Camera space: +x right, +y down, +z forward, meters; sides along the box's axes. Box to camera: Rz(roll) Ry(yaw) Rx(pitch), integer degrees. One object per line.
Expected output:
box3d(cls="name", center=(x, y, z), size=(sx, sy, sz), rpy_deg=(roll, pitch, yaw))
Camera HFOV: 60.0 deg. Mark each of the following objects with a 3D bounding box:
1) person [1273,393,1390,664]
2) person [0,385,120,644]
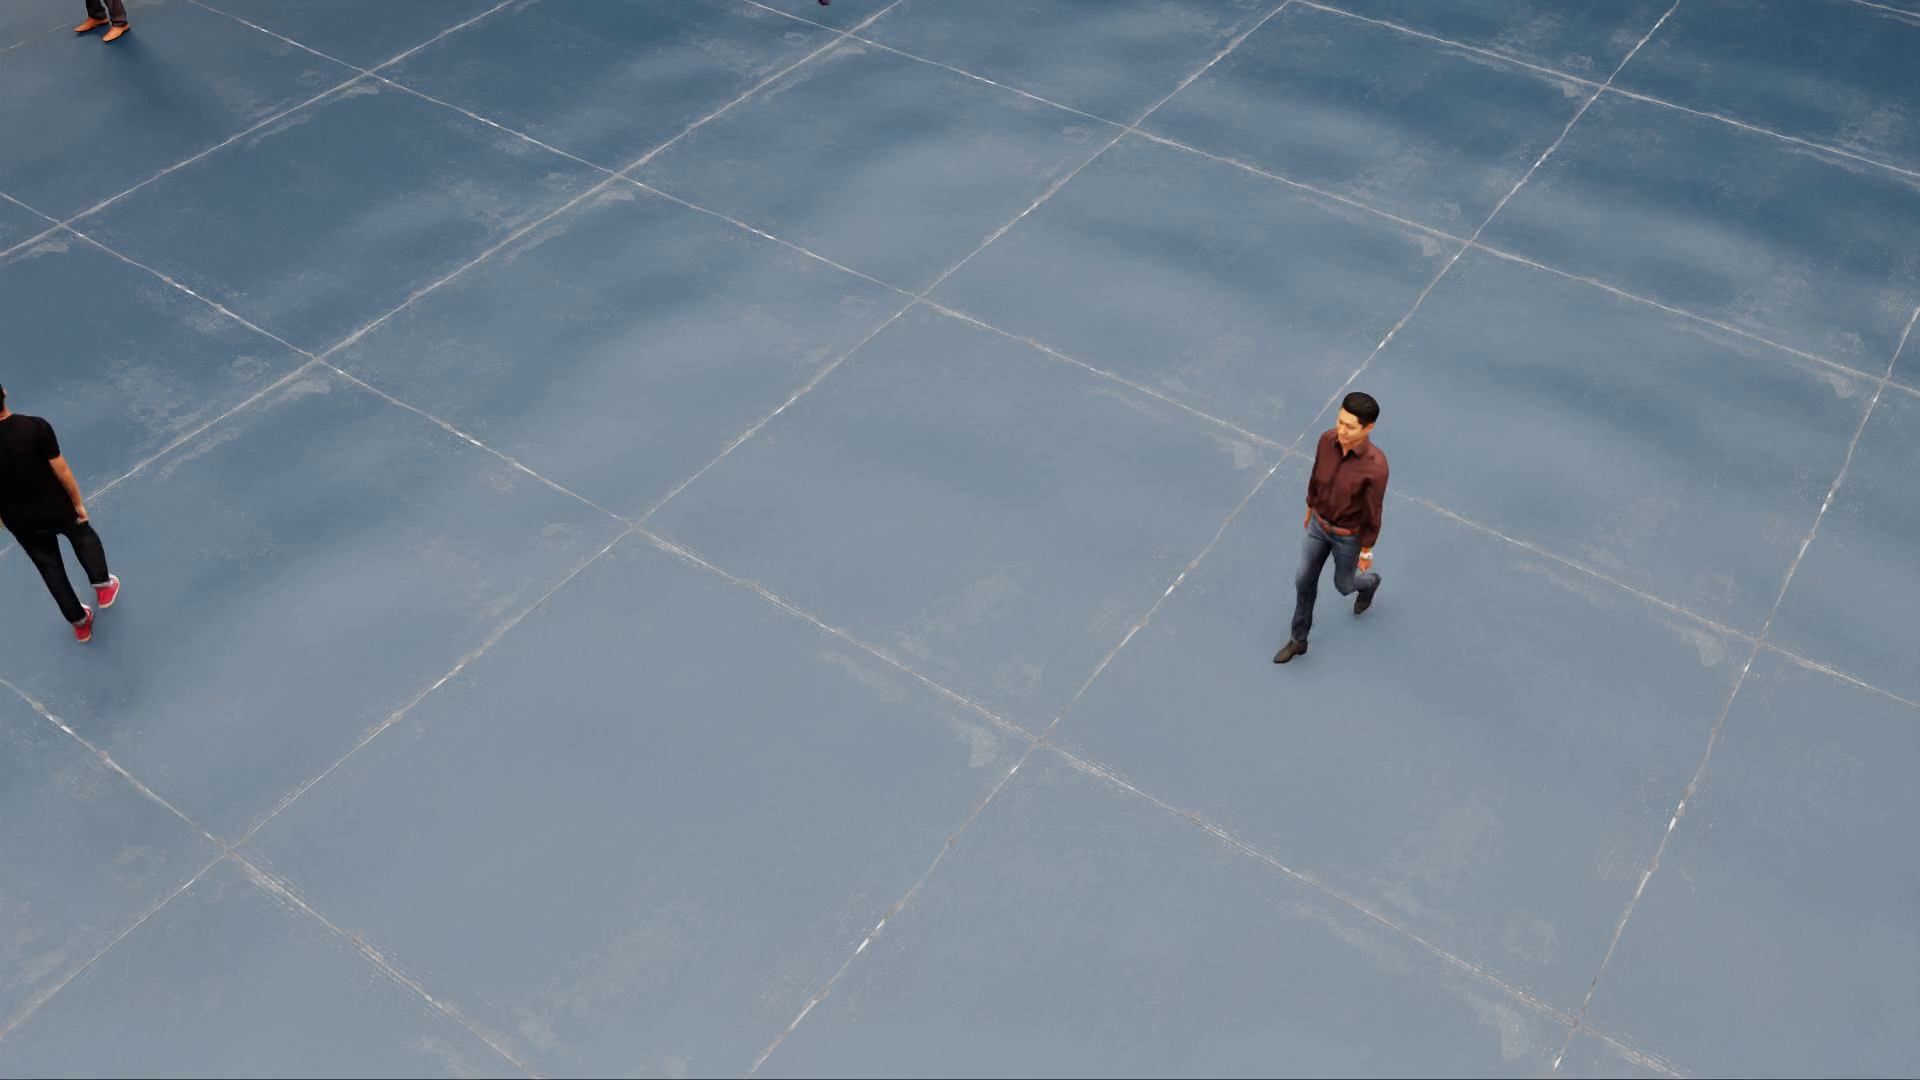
box3d(cls="person", center=(2.112, -0.084, 9.021), size=(0.865, 1.755, 1.054), rpy_deg=(-31, 51, -29))
box3d(cls="person", center=(-5.025, -0.124, 9.074), size=(0.807, 1.740, 0.868), rpy_deg=(-18, 46, -18))
